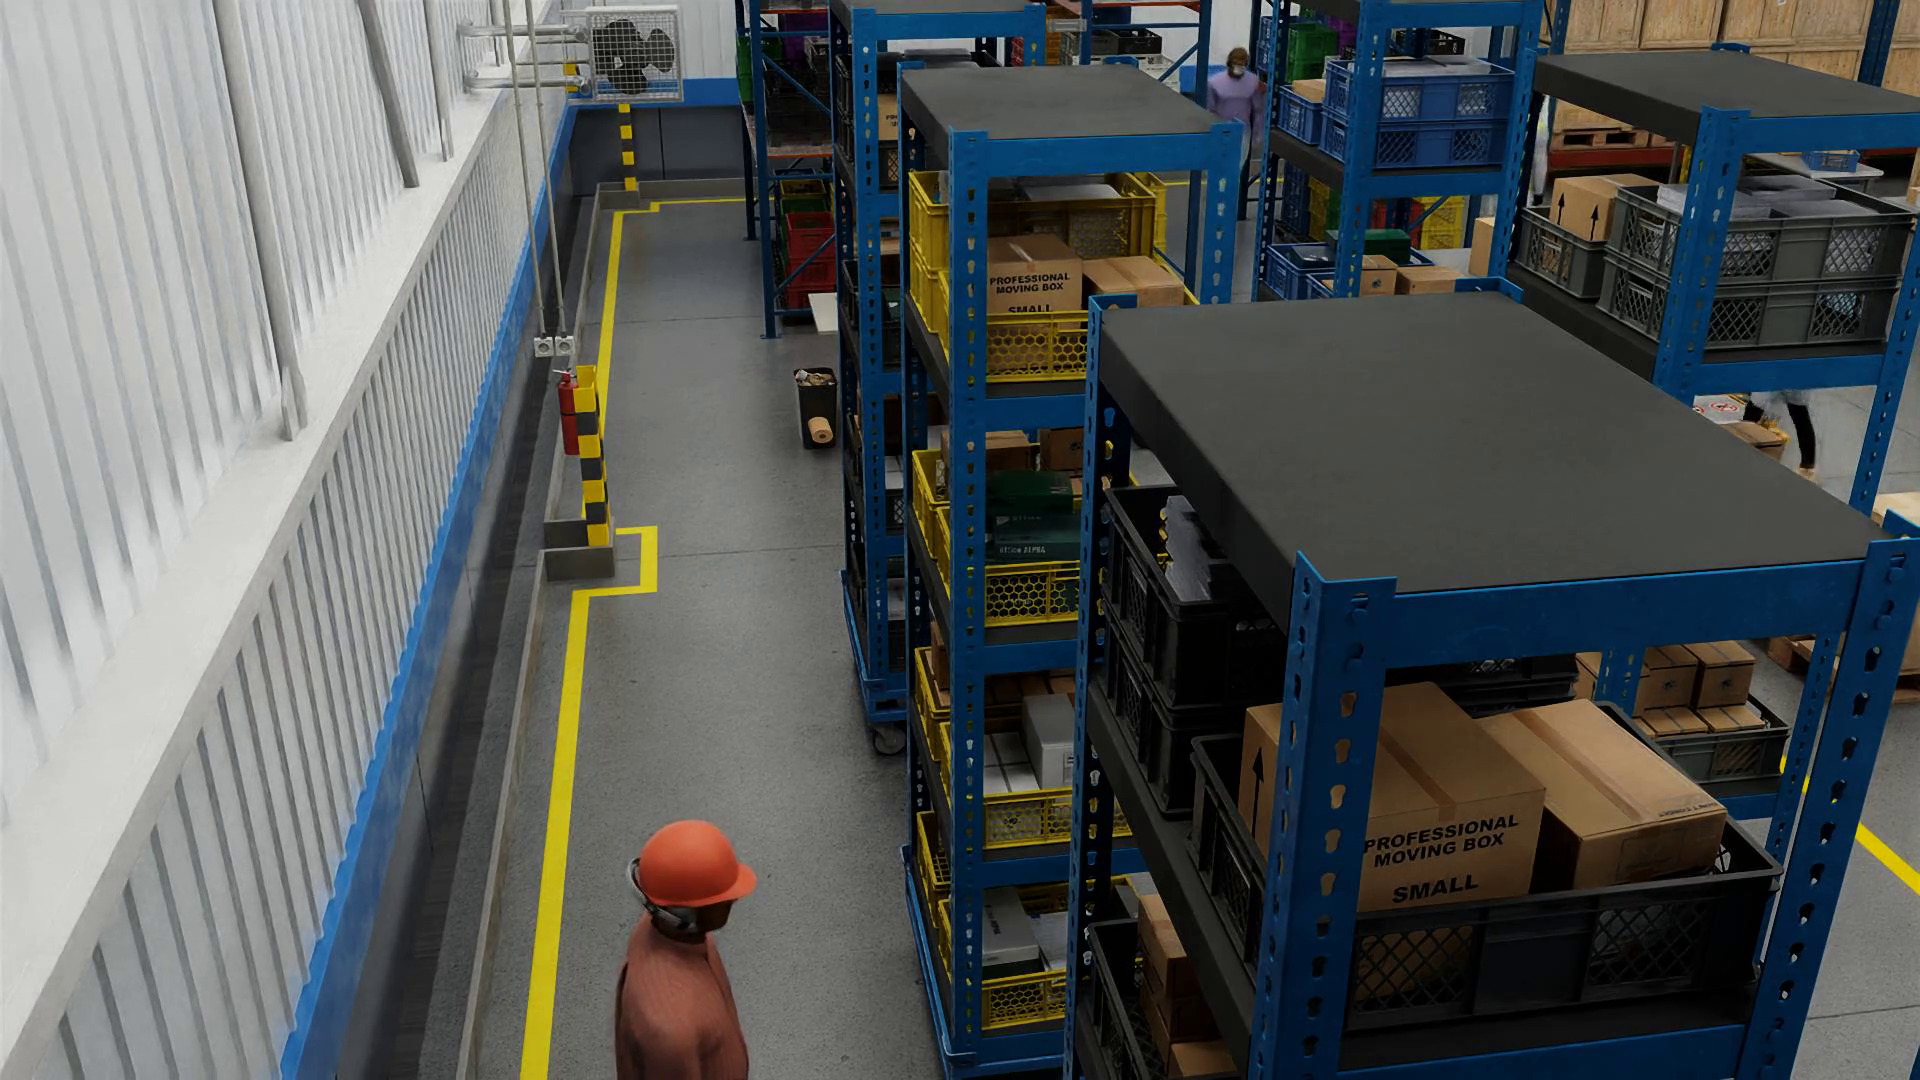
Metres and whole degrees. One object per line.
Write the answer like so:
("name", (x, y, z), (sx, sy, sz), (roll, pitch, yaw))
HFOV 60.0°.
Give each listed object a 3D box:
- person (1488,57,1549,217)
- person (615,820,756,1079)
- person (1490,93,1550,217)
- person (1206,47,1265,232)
("person", (5.829, -4.186, 17.448), (0.584, 1.883, 0.337), (12, 27, 25))
("person", (-0.739, 1.639, 4.672), (0.412, 1.985, 0.614), (-3, 25, -6))
("person", (5.258, -3.336, 15.674), (0.431, 1.831, 0.642), (-12, 27, -24))
("person", (2.866, -4.176, 17.420), (0.630, 1.886, 0.992), (-1, 25, -2))
